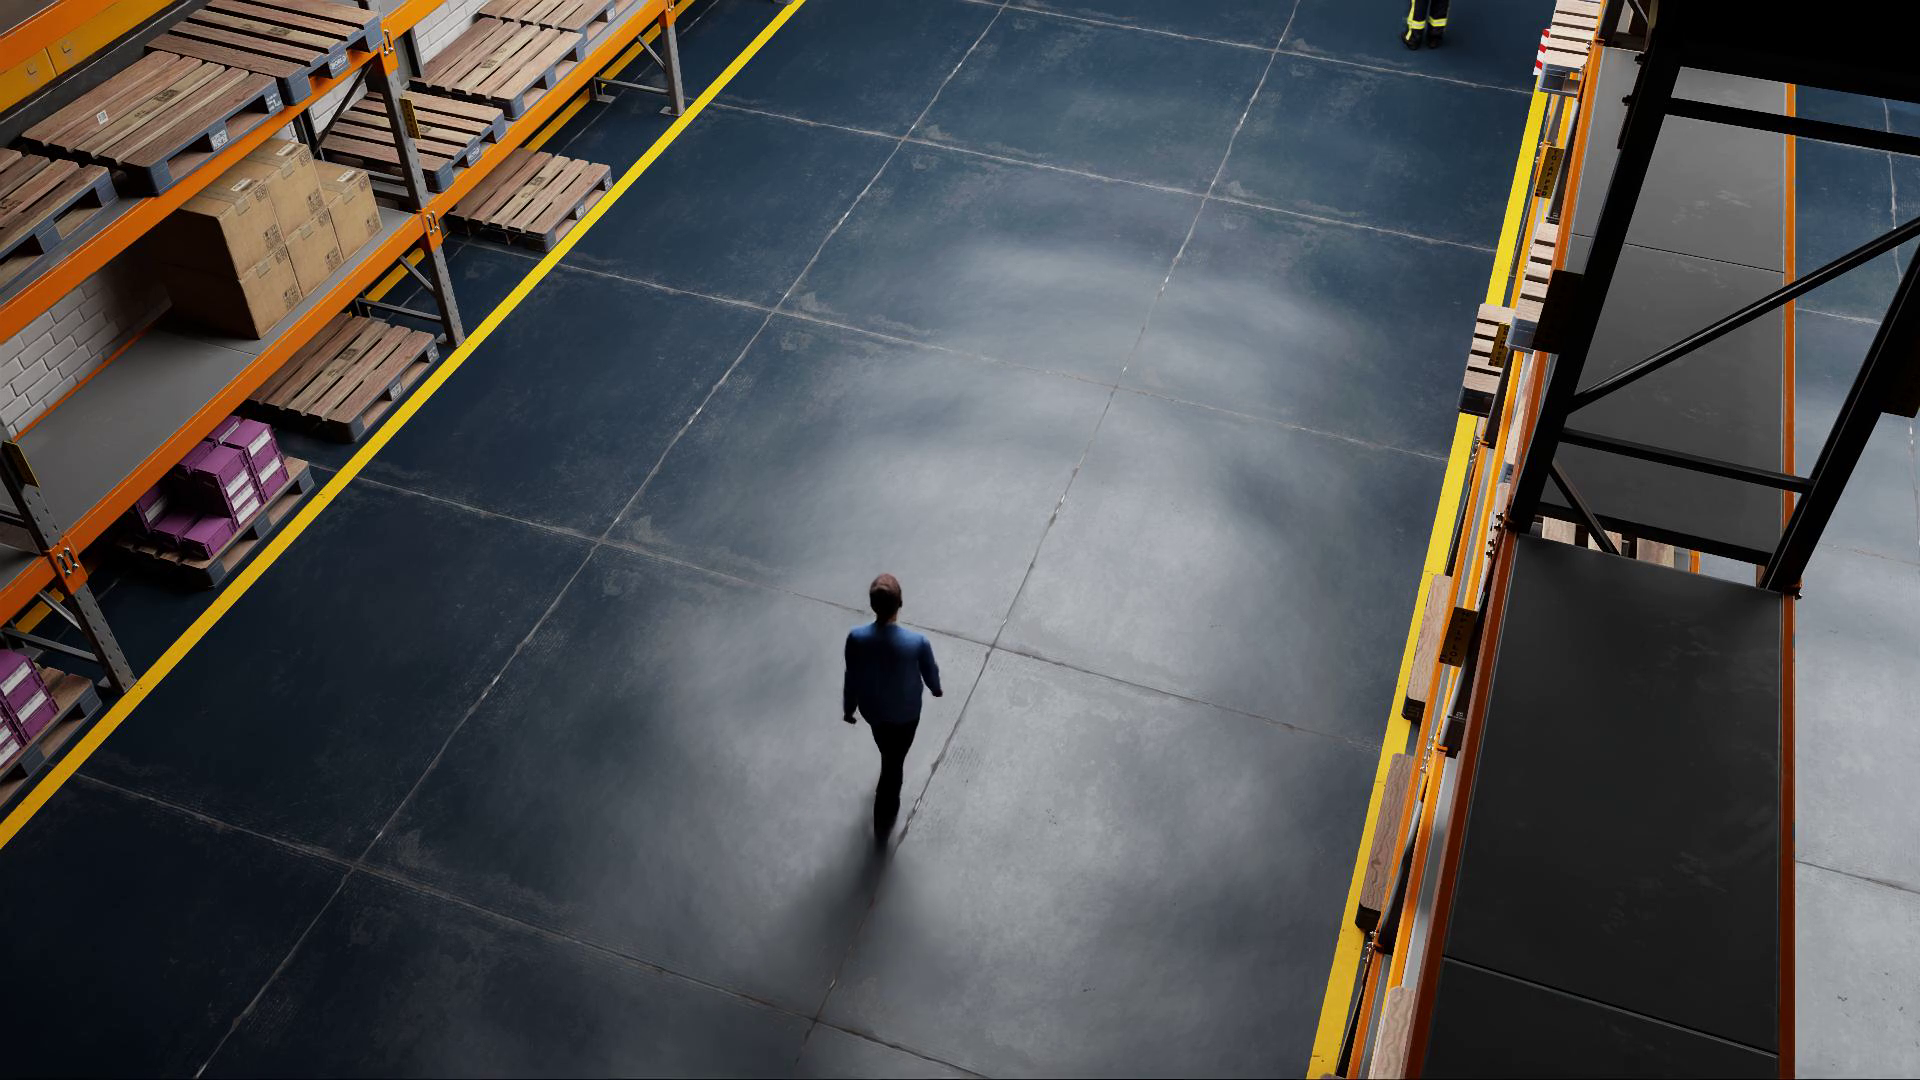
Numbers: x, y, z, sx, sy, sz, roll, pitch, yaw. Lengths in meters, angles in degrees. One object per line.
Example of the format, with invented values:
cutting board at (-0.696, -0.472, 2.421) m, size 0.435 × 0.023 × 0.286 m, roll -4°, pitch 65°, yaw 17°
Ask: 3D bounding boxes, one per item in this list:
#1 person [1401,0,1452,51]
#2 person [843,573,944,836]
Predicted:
person at (4.845, -5.884, 16.867) m, size 0.834 × 1.821 × 0.804 m, roll -1°, pitch 44°, yaw -1°
person at (-0.436, 1.030, 9.650) m, size 0.725 × 1.764 × 1.038 m, roll 11°, pitch 45°, yaw 12°
